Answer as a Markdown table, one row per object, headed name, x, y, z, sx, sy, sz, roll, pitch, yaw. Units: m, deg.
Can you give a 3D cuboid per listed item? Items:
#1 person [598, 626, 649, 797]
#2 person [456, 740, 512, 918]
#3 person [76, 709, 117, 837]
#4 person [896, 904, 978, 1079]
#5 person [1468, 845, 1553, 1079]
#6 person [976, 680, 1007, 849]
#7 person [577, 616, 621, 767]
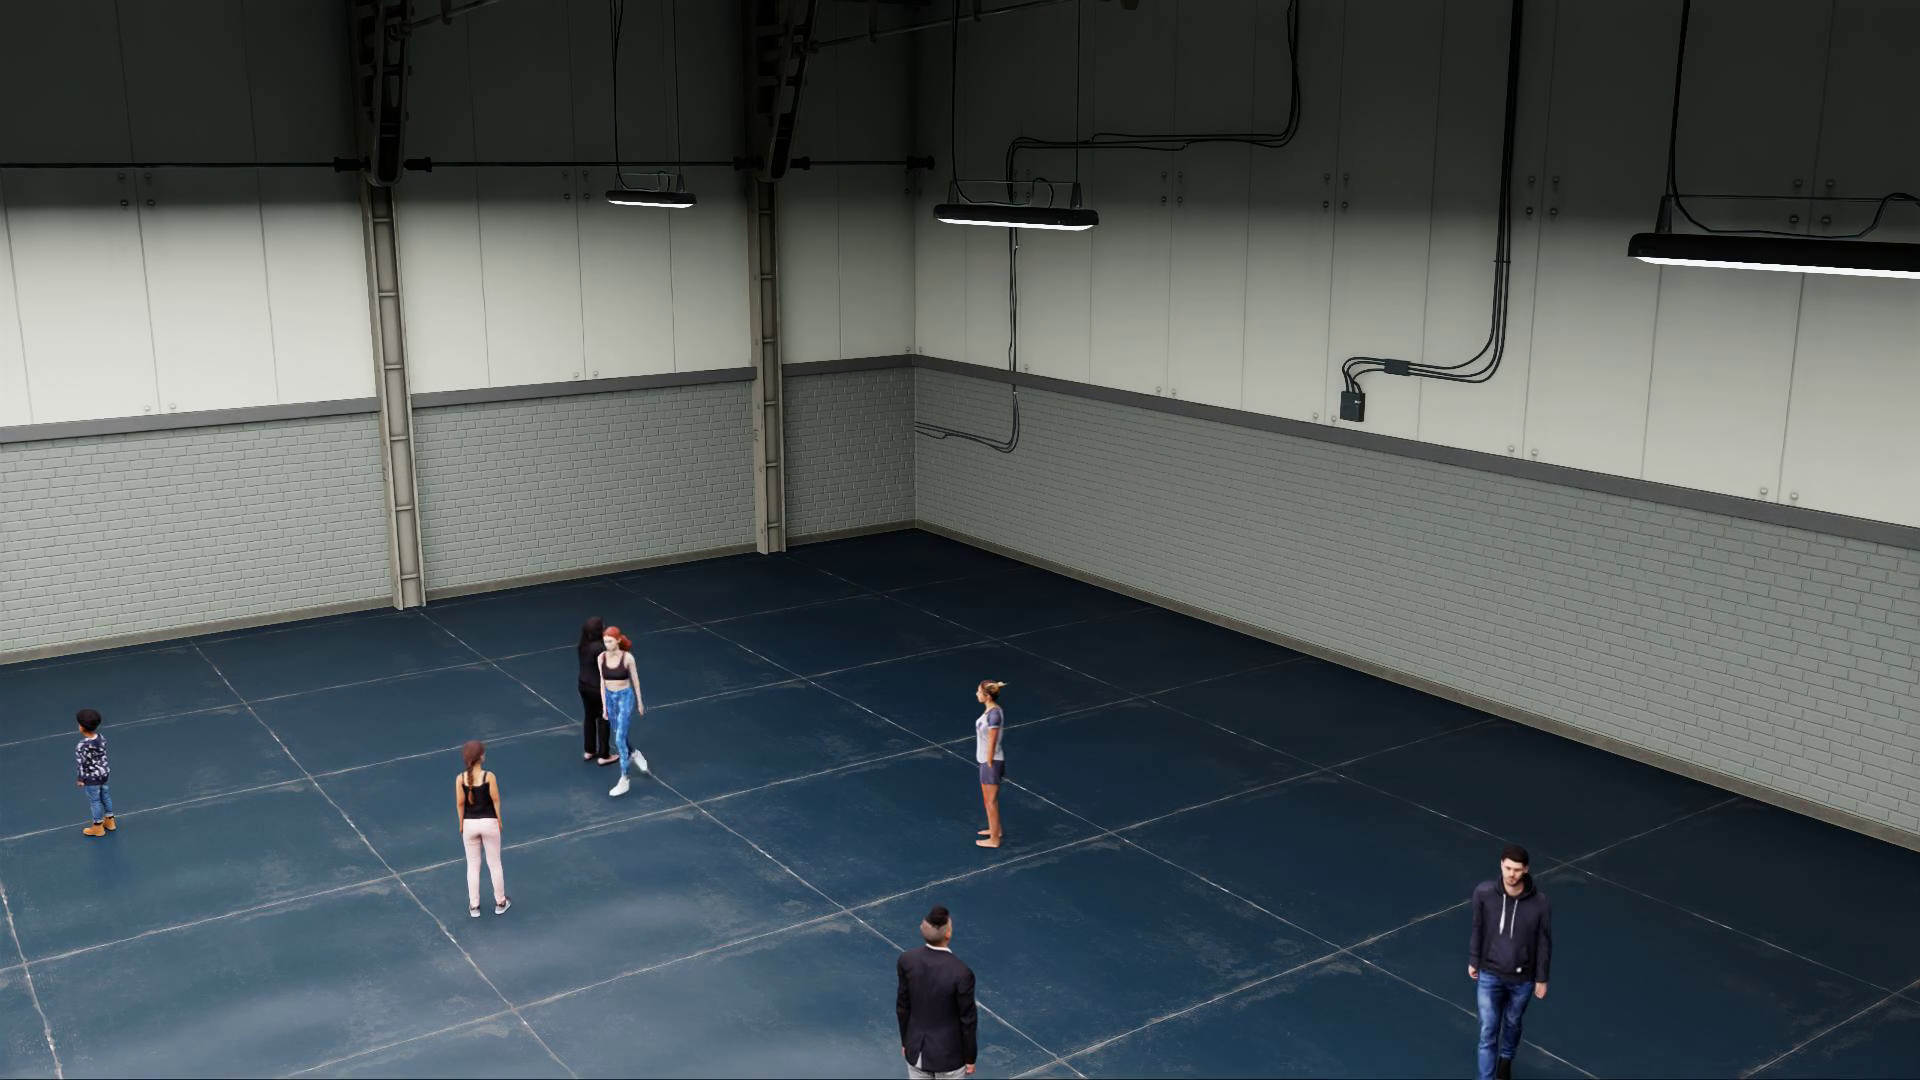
| name | x | y | z | sx | sy | sz | roll | pitch | yaw |
| --- | --- | --- | --- | --- | --- | --- | --- | --- | --- |
| person | -3.466 | 1.720 | 17.164 | 0.948 | 1.754 | 1.075 | 3 | 13 | 11 |
| person | -4.126 | 2.474 | 14.327 | 0.583 | 1.564 | 0.680 | -2 | 13 | -7 |
| person | -8.367 | 2.233 | 16.064 | 0.634 | 1.250 | 0.559 | 4 | 14 | 17 |
| person | -0.150 | 3.173 | 10.457 | 0.792 | 1.948 | 0.782 | 6 | 15 | 26 |
| person | 3.818 | 2.978 | 11.546 | 1.087 | 1.836 | 1.262 | 5 | 14 | 21 |
| person | 0.298 | 2.110 | 15.775 | 0.672 | 1.620 | 0.637 | 0 | 13 | 1 |
| person | -3.932 | 1.615 | 17.926 | 0.718 | 1.613 | 0.702 | 11 | 17 | 40 |
